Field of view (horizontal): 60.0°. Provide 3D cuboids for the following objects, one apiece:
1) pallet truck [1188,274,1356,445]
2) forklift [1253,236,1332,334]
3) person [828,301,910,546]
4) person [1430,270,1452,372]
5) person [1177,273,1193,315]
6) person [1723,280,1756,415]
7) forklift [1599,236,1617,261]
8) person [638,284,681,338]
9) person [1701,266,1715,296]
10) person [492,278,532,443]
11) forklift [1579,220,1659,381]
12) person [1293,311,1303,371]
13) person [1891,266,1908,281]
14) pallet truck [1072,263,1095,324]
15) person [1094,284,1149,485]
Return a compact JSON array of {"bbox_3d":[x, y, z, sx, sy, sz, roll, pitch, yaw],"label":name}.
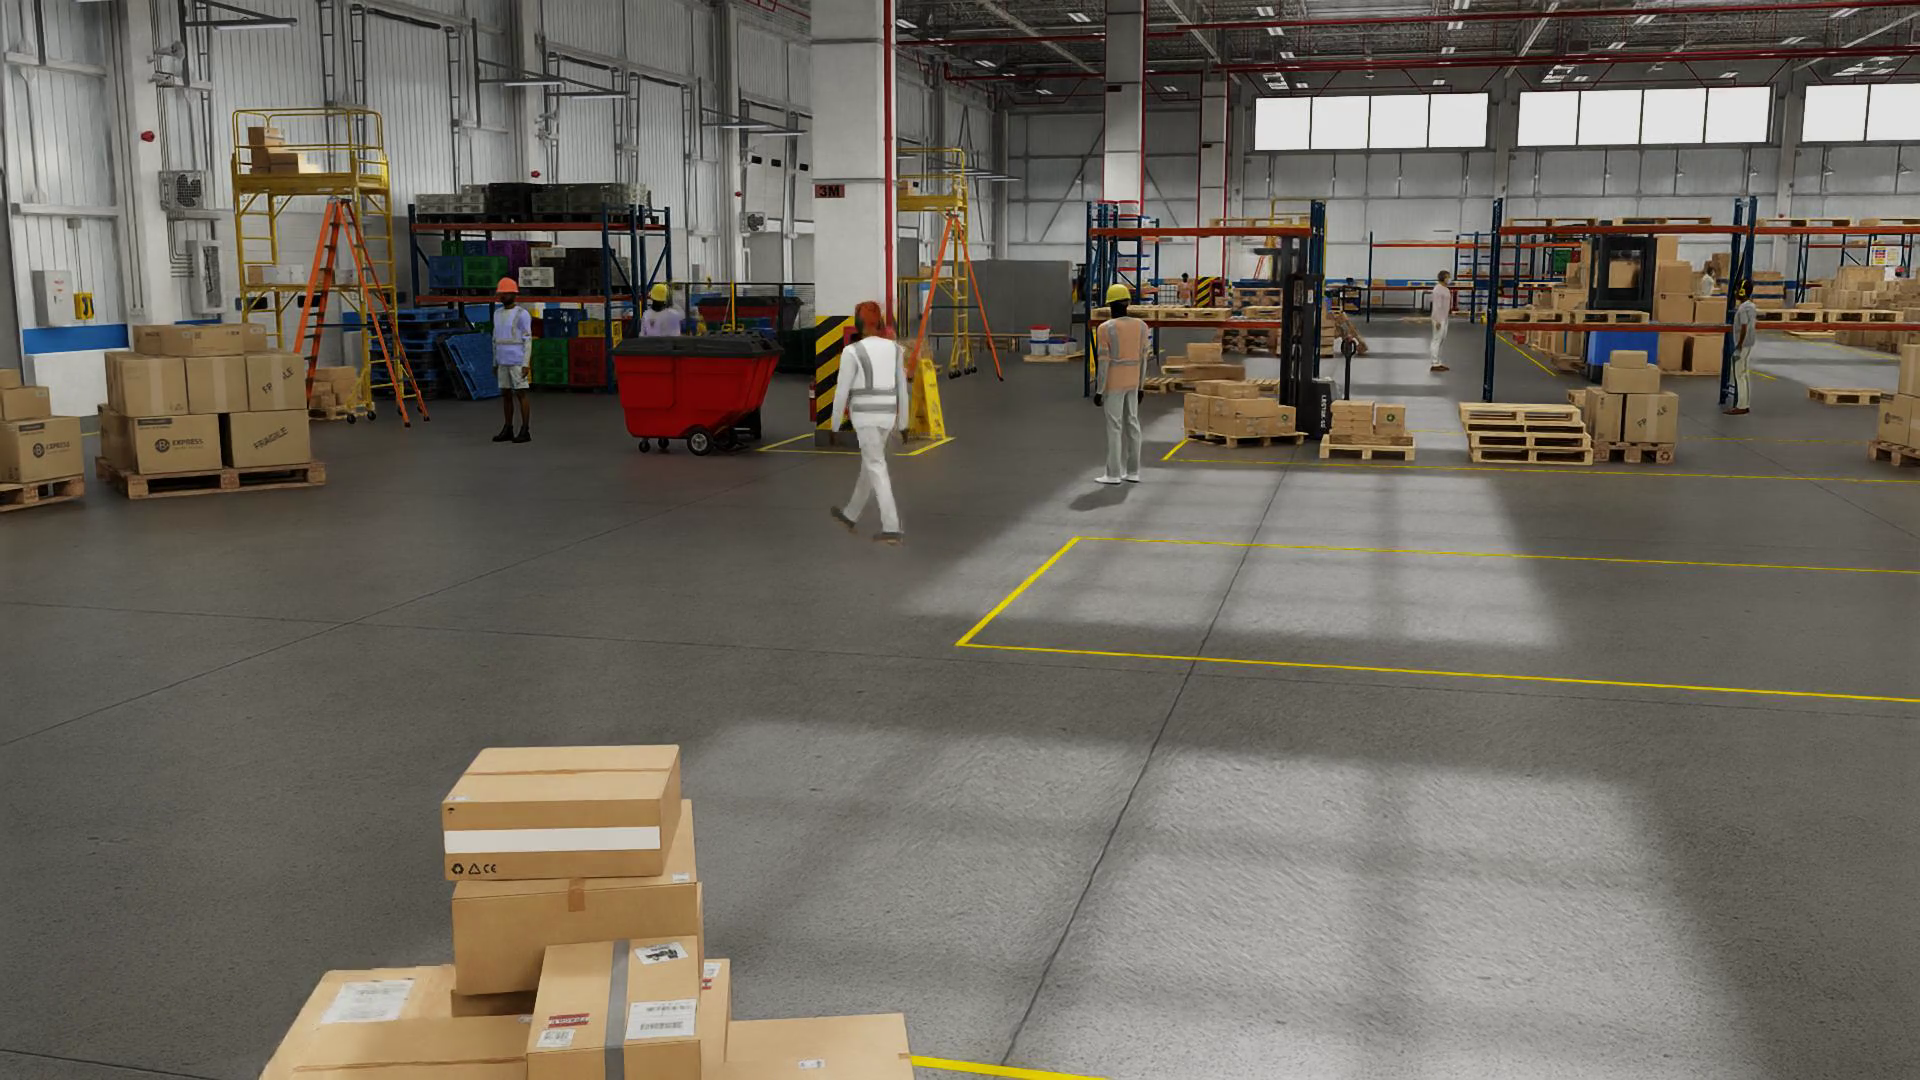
[{"bbox_3d":[3.653,-2.138,19.590,1.885,1.965,0.823,-4,10,-20],"label":"pallet truck"},{"bbox_3d":[9.214,-7.026,45.770,1.129,2.768,1.873,-9,13,-43],"label":"forklift"},{"bbox_3d":[-0.753,-0.902,12.766,0.610,1.835,0.955,-9,13,-44],"label":"person"},{"bbox_3d":[9.214,-4.193,31.895,0.351,1.935,0.647,5,11,27],"label":"person"},{"bbox_3d":[7.485,-8.053,55.342,0.540,1.687,0.383,1,10,8],"label":"person"},{"bbox_3d":[10.817,-2.656,23.019,0.309,1.868,0.535,7,12,37],"label":"person"},{"bbox_3d":[20.025,-8.015,51.594,1.873,2.768,1.129,7,12,35],"label":"forklift"},{"bbox_3d":[-3.803,-2.308,21.035,0.651,1.856,1.033,8,12,38],"label":"person"},{"bbox_3d":[22.823,-7.400,50.803,0.363,1.929,0.628,6,11,30],"label":"person"},{"bbox_3d":[-5.302,-2.108,19.587,0.552,1.936,0.360,5,11,27],"label":"person"},{"bbox_3d":[11.664,-4.222,29.261,1.129,2.768,1.873,2,10,14],"label":"forklift"},{"bbox_3d":[6.623,-4.100,31.919,0.325,1.736,0.487,6,11,32],"label":"person"},{"bbox_3d":[28.551,-7.352,50.541,0.544,1.917,0.747,1,10,3],"label":"person"},{"bbox_3d":[4.325,-8.180,55.162,0.823,1.965,1.885,6,11,31],"label":"pallet truck"},{"bbox_3d":[1.538,-1.493,15.997,0.587,1.927,0.365,-6,12,-33],"label":"person"}]
